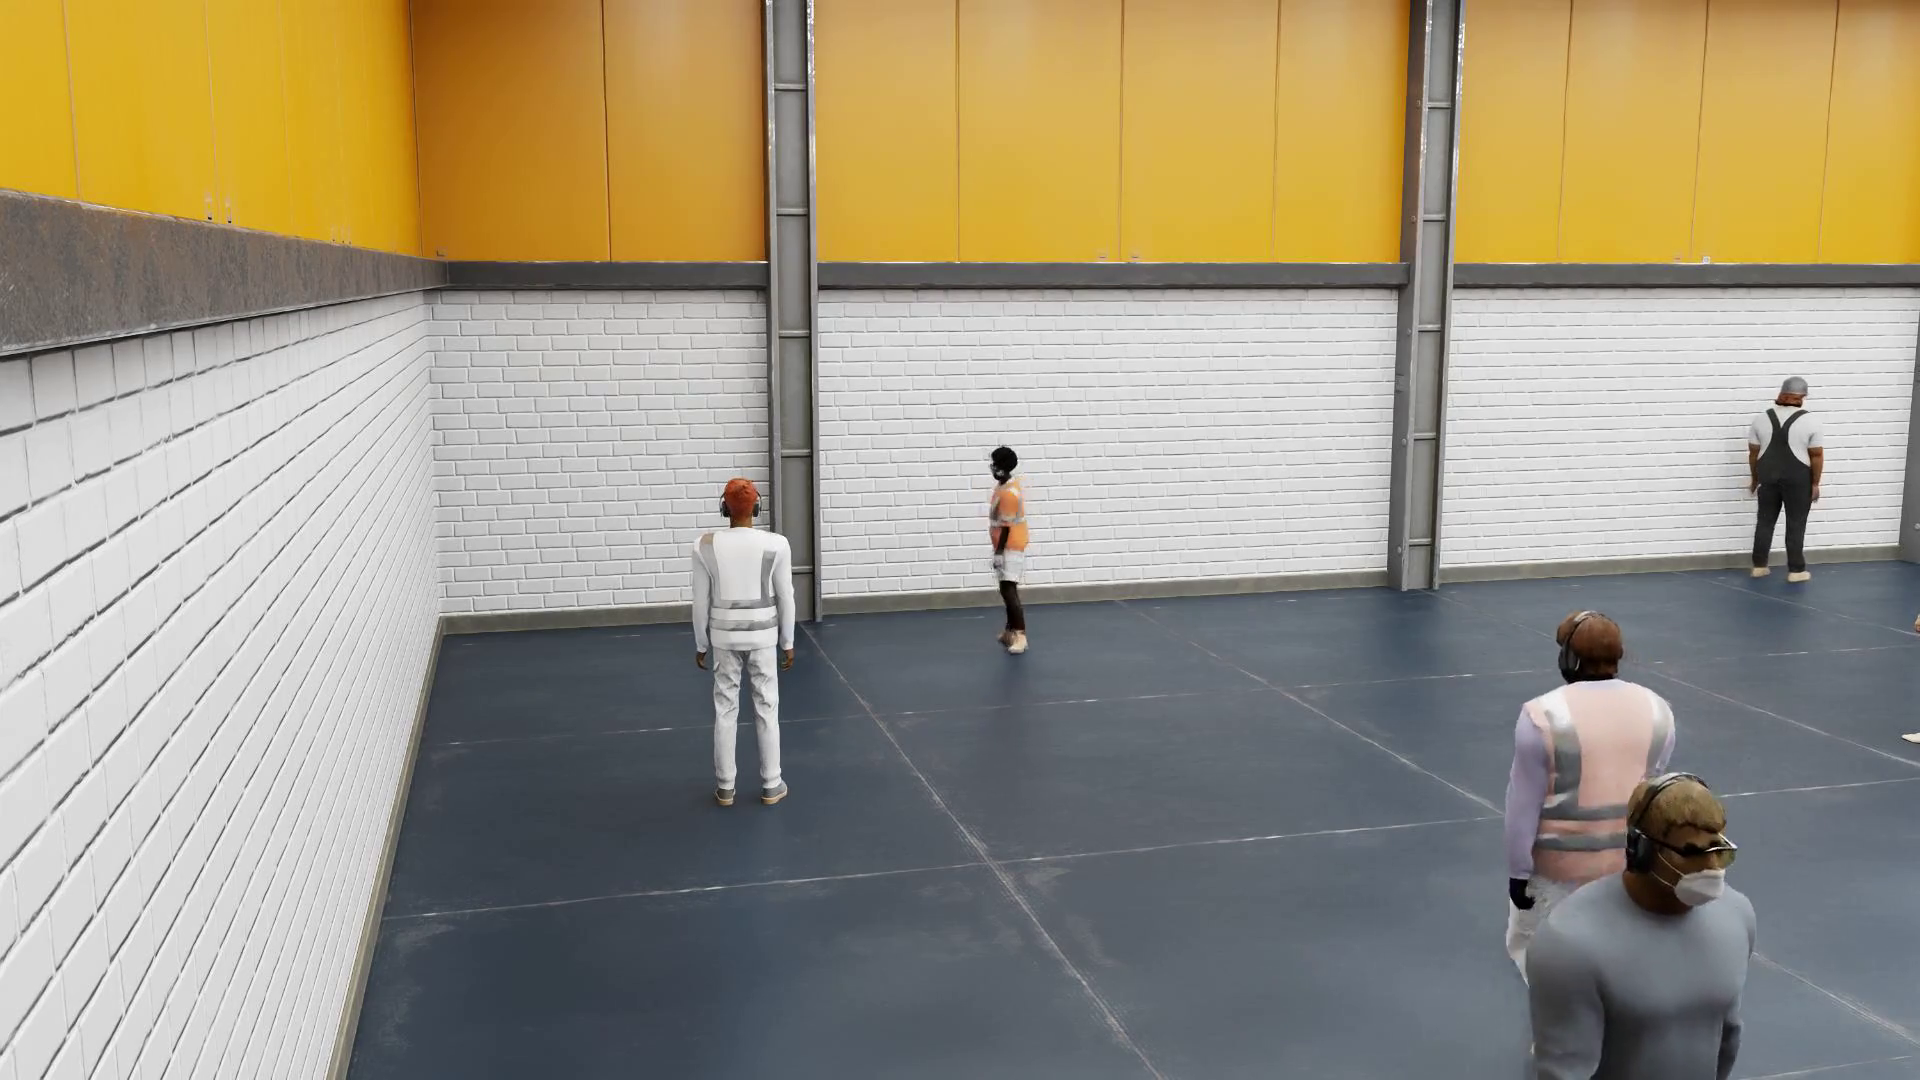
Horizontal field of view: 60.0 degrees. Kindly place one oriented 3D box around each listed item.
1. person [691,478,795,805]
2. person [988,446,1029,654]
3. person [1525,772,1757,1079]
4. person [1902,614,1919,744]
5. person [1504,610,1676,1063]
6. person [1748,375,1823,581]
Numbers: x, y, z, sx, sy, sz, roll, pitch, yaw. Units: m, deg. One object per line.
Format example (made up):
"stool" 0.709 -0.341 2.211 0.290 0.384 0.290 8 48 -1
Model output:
"person" -1.226 0.581 9.483 0.582 1.884 0.351 0 9 -2
"person" 0.384 0.067 13.376 0.316 1.671 0.619 1 9 3
"person" 1.597 1.470 3.851 0.640 1.914 0.737 -2 9 -15
"person" 6.350 0.449 10.673 0.530 1.768 0.312 -4 10 -23
"person" 2.269 1.161 6.038 0.633 1.825 0.545 -2 9 -11
"person" 8.215 -0.623 16.507 0.537 2.000 0.688 -8 12 -42
